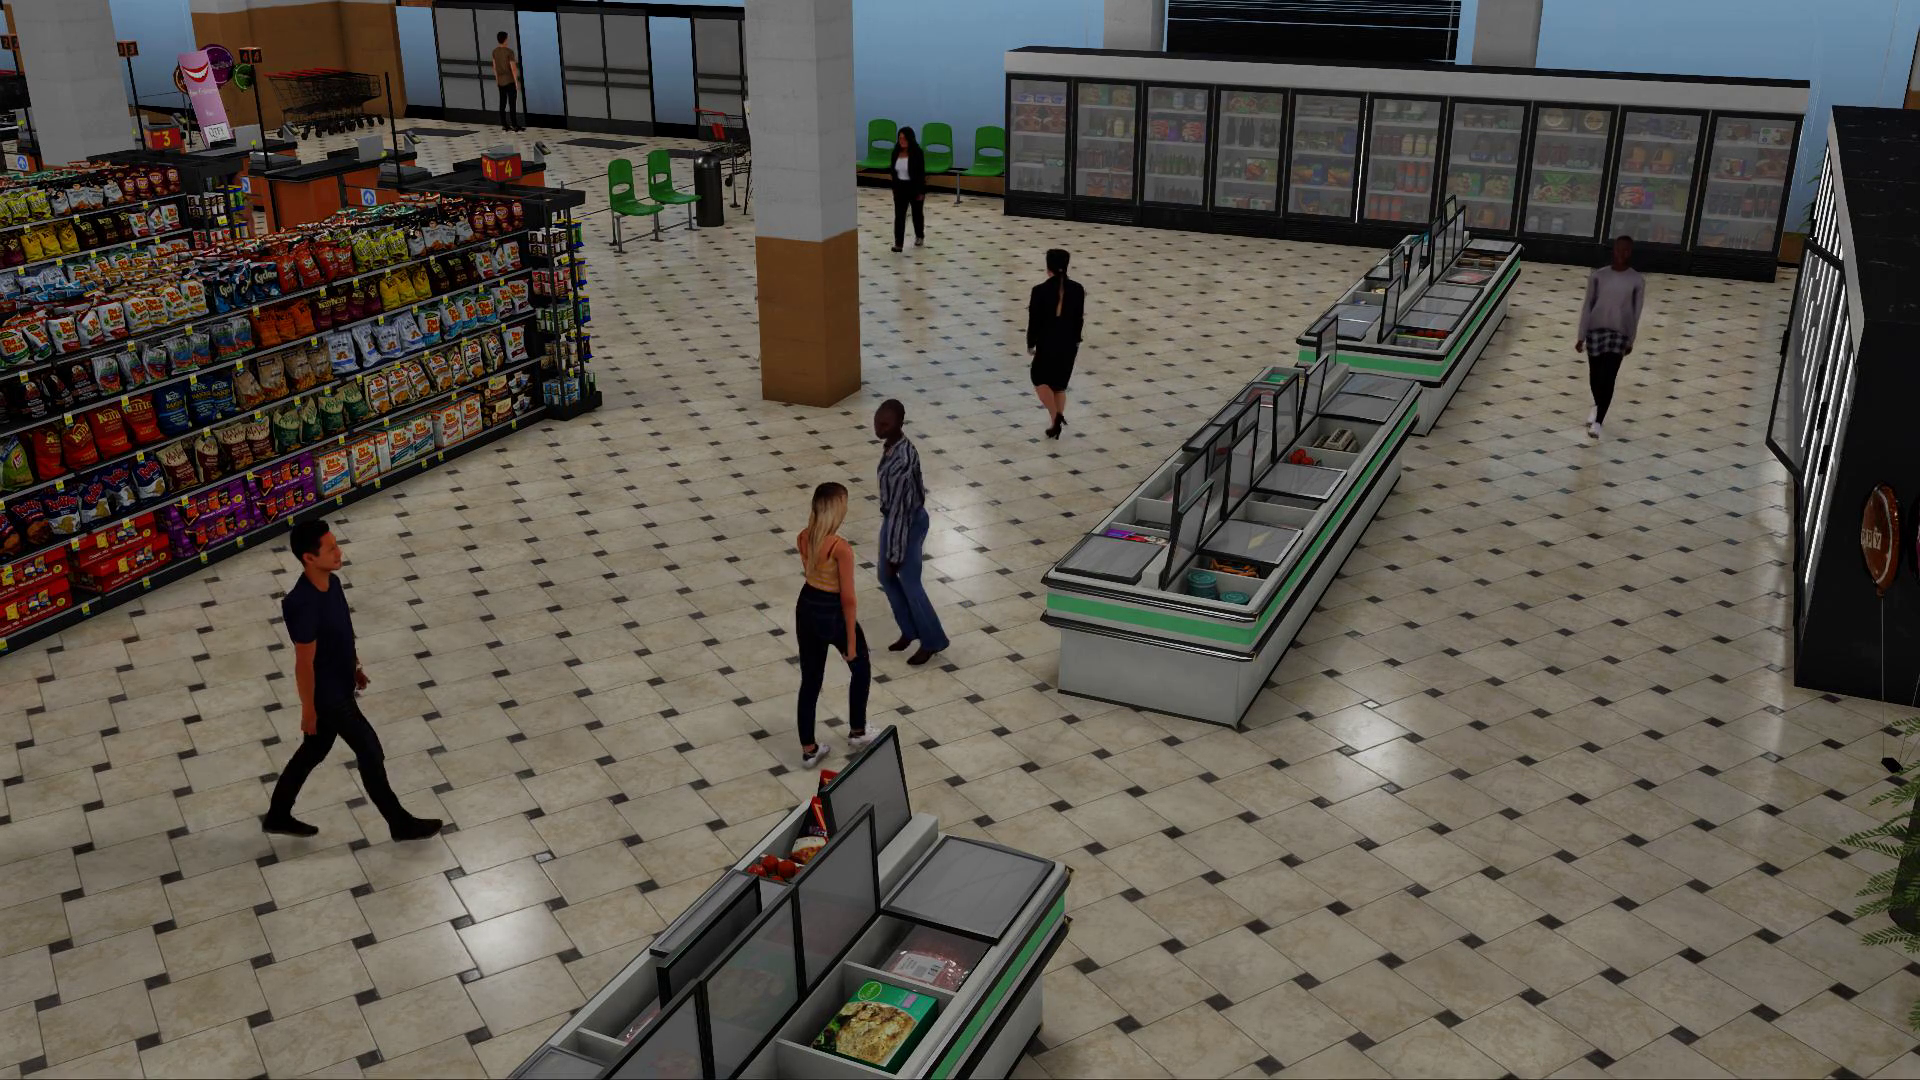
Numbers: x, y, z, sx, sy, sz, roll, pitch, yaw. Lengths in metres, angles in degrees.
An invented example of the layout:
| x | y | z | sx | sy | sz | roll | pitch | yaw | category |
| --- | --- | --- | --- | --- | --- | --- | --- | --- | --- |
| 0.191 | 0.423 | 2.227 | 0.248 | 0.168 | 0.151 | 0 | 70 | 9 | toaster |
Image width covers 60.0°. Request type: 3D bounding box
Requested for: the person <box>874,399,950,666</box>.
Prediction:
| x | y | z | sx | sy | sz | roll | pitch | yaw | category |
| --- | --- | --- | --- | --- | --- | --- | --- | --- | --- |
| -0.279 | -0.031 | 10.147 | 0.887 | 1.755 | 0.824 | -1 | 22 | -4 | person |

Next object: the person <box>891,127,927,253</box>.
| x | y | z | sx | sy | sz | roll | pitch | yaw | category |
| --- | --- | --- | --- | --- | --- | --- | --- | --- | --- |
| -0.623 | -4.549 | 21.632 | 0.760 | 1.575 | 1.139 | 6 | 23 | 16 | person |

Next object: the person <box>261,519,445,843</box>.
| x | y | z | sx | sy | sz | roll | pitch | yaw | category |
| --- | --- | --- | --- | --- | --- | --- | --- | --- | --- |
| -3.199 | 0.751 | 8.206 | 1.117 | 1.752 | 1.175 | -3 | 22 | -7 | person |

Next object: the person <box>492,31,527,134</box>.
| x | y | z | sx | sy | sz | roll | pitch | yaw | category |
| --- | --- | --- | --- | --- | --- | --- | --- | --- | --- |
| -8.629 | -8.711 | 31.622 | 0.650 | 1.851 | 0.555 | 11 | 24 | 25 | person |

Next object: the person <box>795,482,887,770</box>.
| x | y | z | sx | sy | sz | roll | pitch | yaw | category |
| --- | --- | --- | --- | --- | --- | --- | --- | --- | --- |
| -0.772 | 0.498 | 9.027 | 0.702 | 1.609 | 0.857 | 13 | 25 | 30 | person |

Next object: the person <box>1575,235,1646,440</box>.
| x | y | z | sx | sy | sz | roll | pitch | yaw | category |
| --- | --- | --- | --- | --- | --- | --- | --- | --- | --- |
| 5.663 | -1.780 | 14.542 | 0.704 | 1.724 | 1.181 | 13 | 25 | 28 | person |

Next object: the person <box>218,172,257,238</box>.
| x | y | z | sx | sy | sz | roll | pitch | yaw | category |
| --- | --- | --- | --- | --- | --- | --- | --- | --- | --- |
| -7.980 | -3.305 | 18.425 | 0.839 | 1.658 | 0.749 | 11 | 24 | 25 | person |

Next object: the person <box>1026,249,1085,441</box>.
| x | y | z | sx | sy | sz | roll | pitch | yaw | category |
| --- | --- | --- | --- | --- | --- | --- | --- | --- | --- |
| 0.839 | -1.634 | 14.257 | 0.882 | 1.666 | 0.946 | -10 | 24 | -23 | person |
